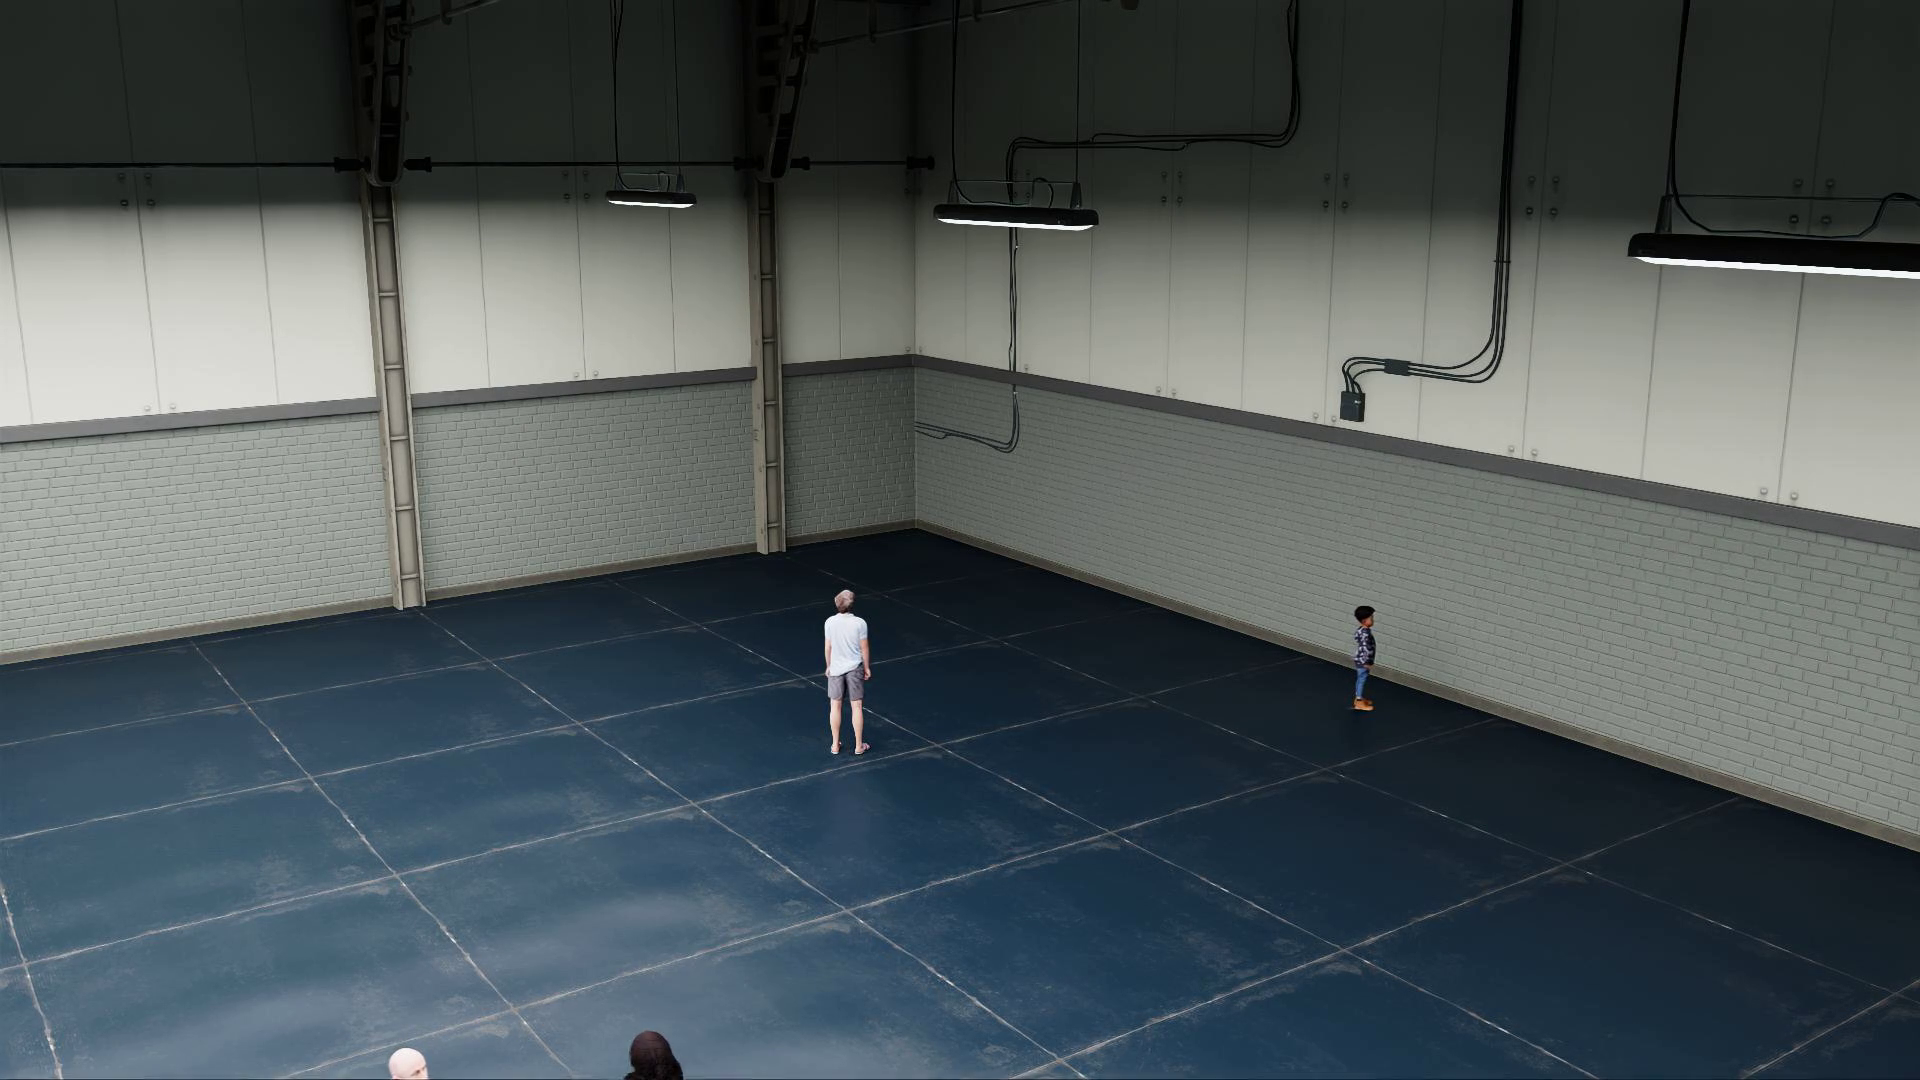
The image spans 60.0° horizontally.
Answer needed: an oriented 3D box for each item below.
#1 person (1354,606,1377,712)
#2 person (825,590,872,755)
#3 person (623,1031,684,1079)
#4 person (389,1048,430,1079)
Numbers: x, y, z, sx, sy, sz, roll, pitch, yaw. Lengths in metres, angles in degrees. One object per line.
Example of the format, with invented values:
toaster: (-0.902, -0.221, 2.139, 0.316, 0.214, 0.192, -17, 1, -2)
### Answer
person: (4.795, 1.385, 19.724, 0.647, 1.251, 0.582, 3, 13, 13)
person: (-1.250, 1.439, 18.206, 0.717, 1.830, 0.791, 2, 13, 7)
person: (-1.762, 3.608, 9.424, 1.067, 1.566, 1.176, 4, 14, 17)
person: (-2.941, 3.573, 8.979, 0.834, 1.836, 0.732, 4, 14, 18)
